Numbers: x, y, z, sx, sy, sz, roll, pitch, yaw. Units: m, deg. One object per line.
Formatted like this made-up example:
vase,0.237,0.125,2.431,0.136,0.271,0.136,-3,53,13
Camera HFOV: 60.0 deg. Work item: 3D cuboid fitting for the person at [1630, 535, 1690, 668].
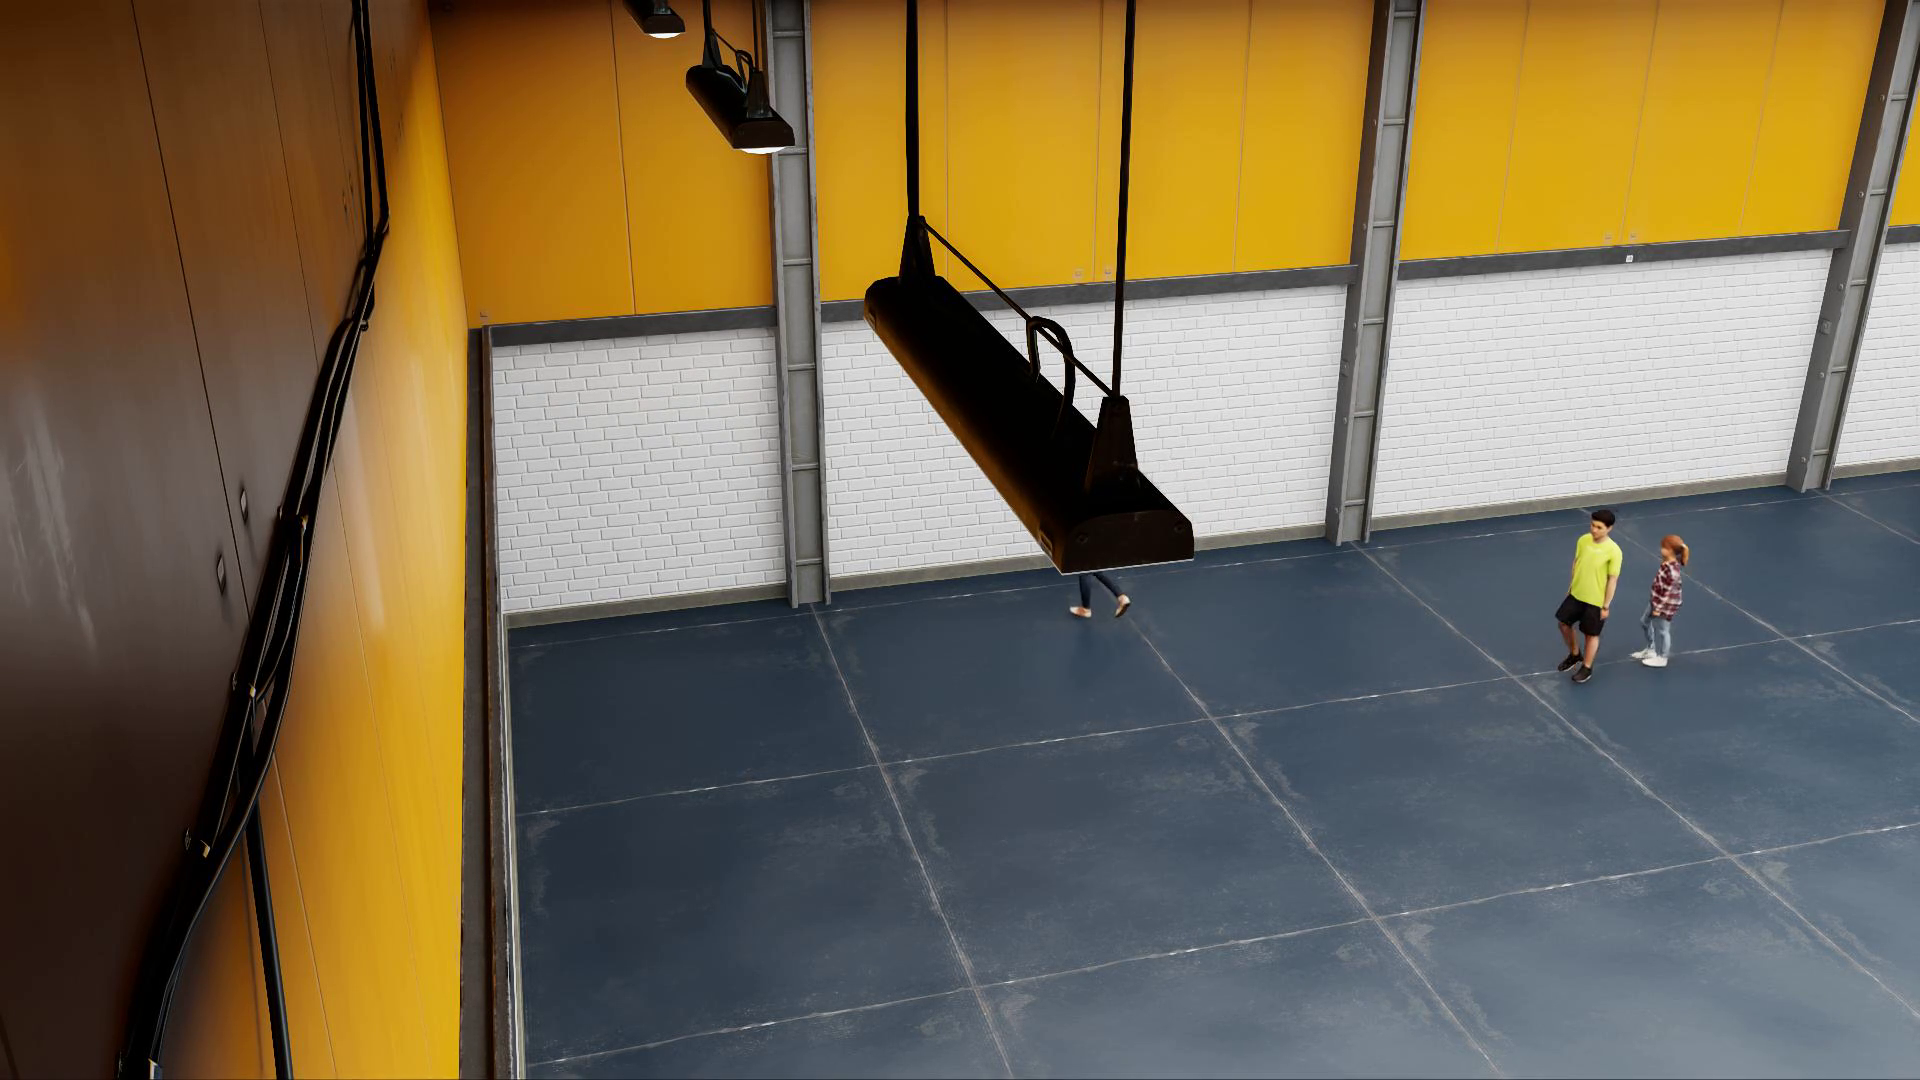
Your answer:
person,6.570,0.572,15.358,0.645,1.295,0.626,3,24,6

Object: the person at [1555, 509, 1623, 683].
person,5.764,0.473,15.082,0.738,1.696,0.738,-15,28,-31
